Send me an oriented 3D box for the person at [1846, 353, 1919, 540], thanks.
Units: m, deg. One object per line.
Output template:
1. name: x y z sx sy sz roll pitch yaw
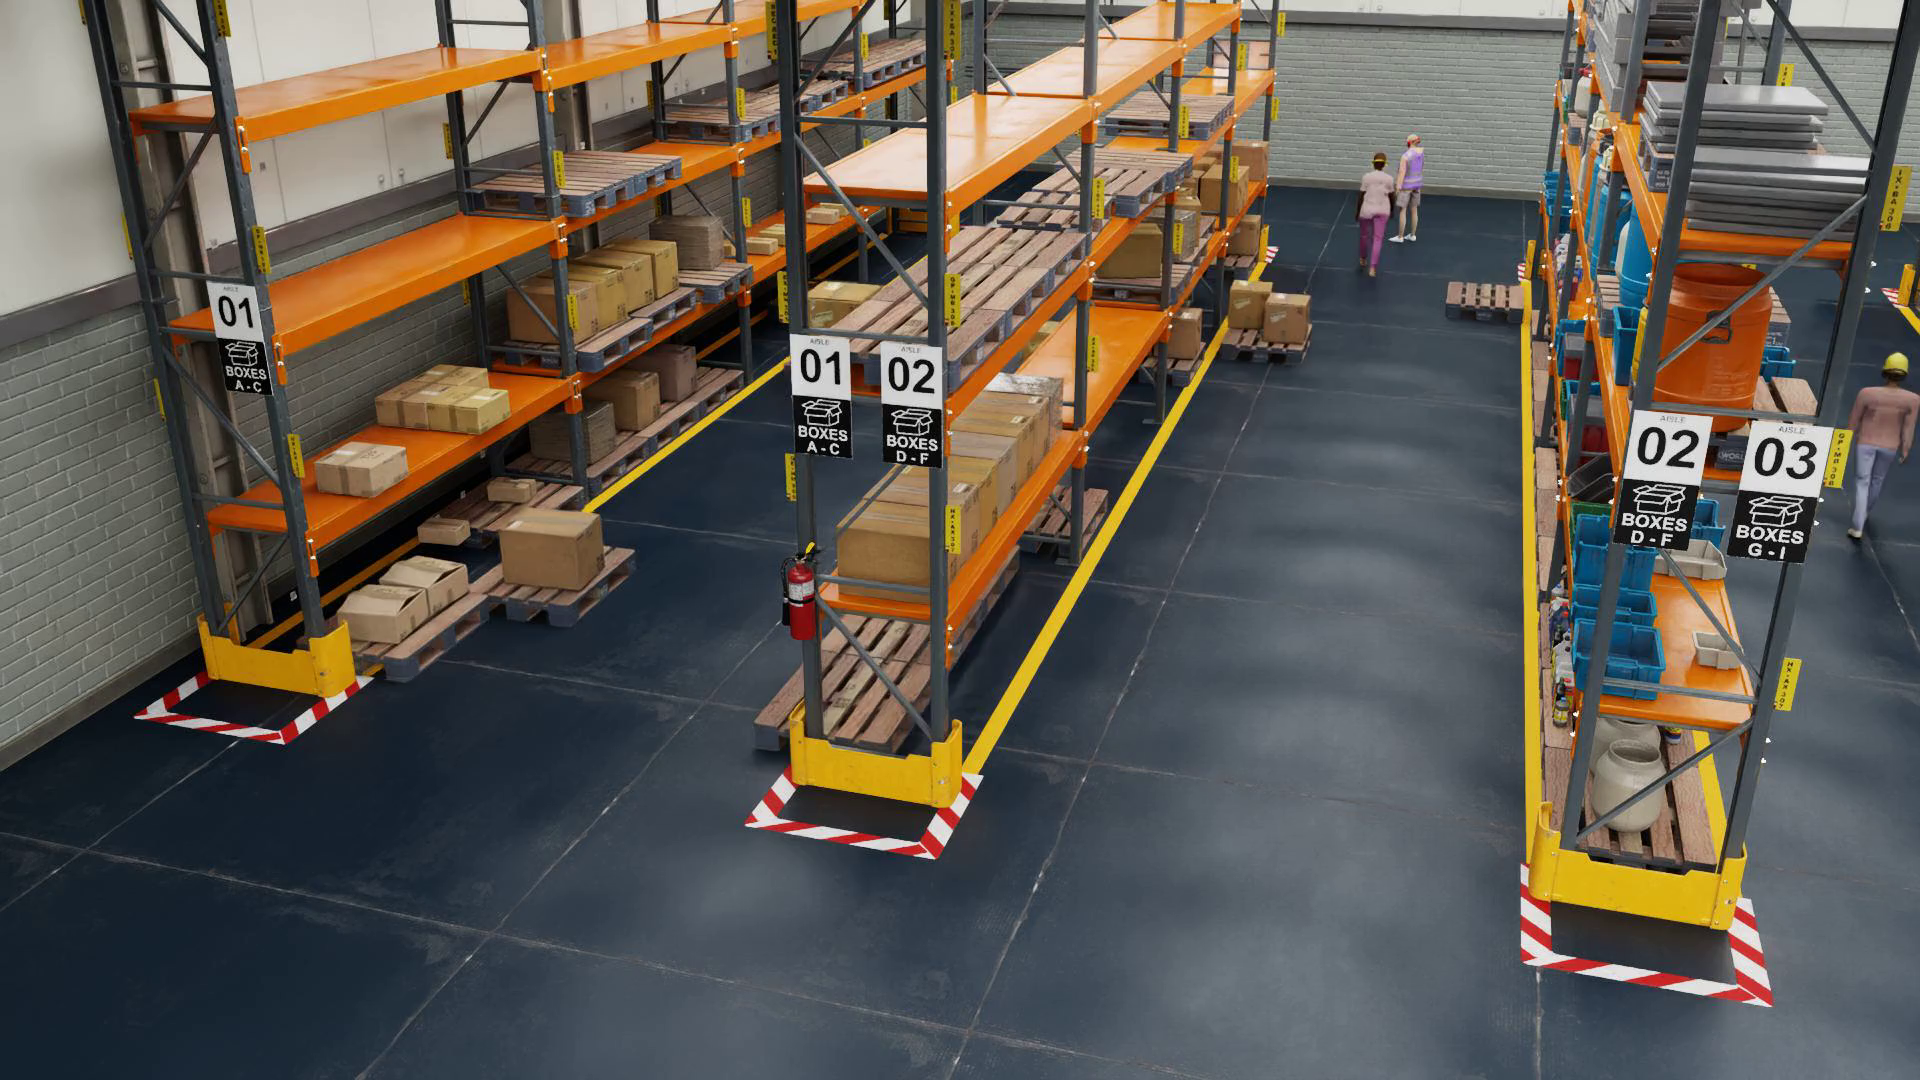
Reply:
1. person: 8.498 -0.901 15.418 0.533 1.719 0.863 6 24 13

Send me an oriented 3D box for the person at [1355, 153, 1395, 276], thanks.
1. person: 6.105 -4.807 24.447 0.548 1.745 0.967 5 24 11

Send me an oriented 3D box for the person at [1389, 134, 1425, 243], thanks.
1. person: 7.073 -5.531 26.206 0.490 1.689 0.348 -13 26 -27
